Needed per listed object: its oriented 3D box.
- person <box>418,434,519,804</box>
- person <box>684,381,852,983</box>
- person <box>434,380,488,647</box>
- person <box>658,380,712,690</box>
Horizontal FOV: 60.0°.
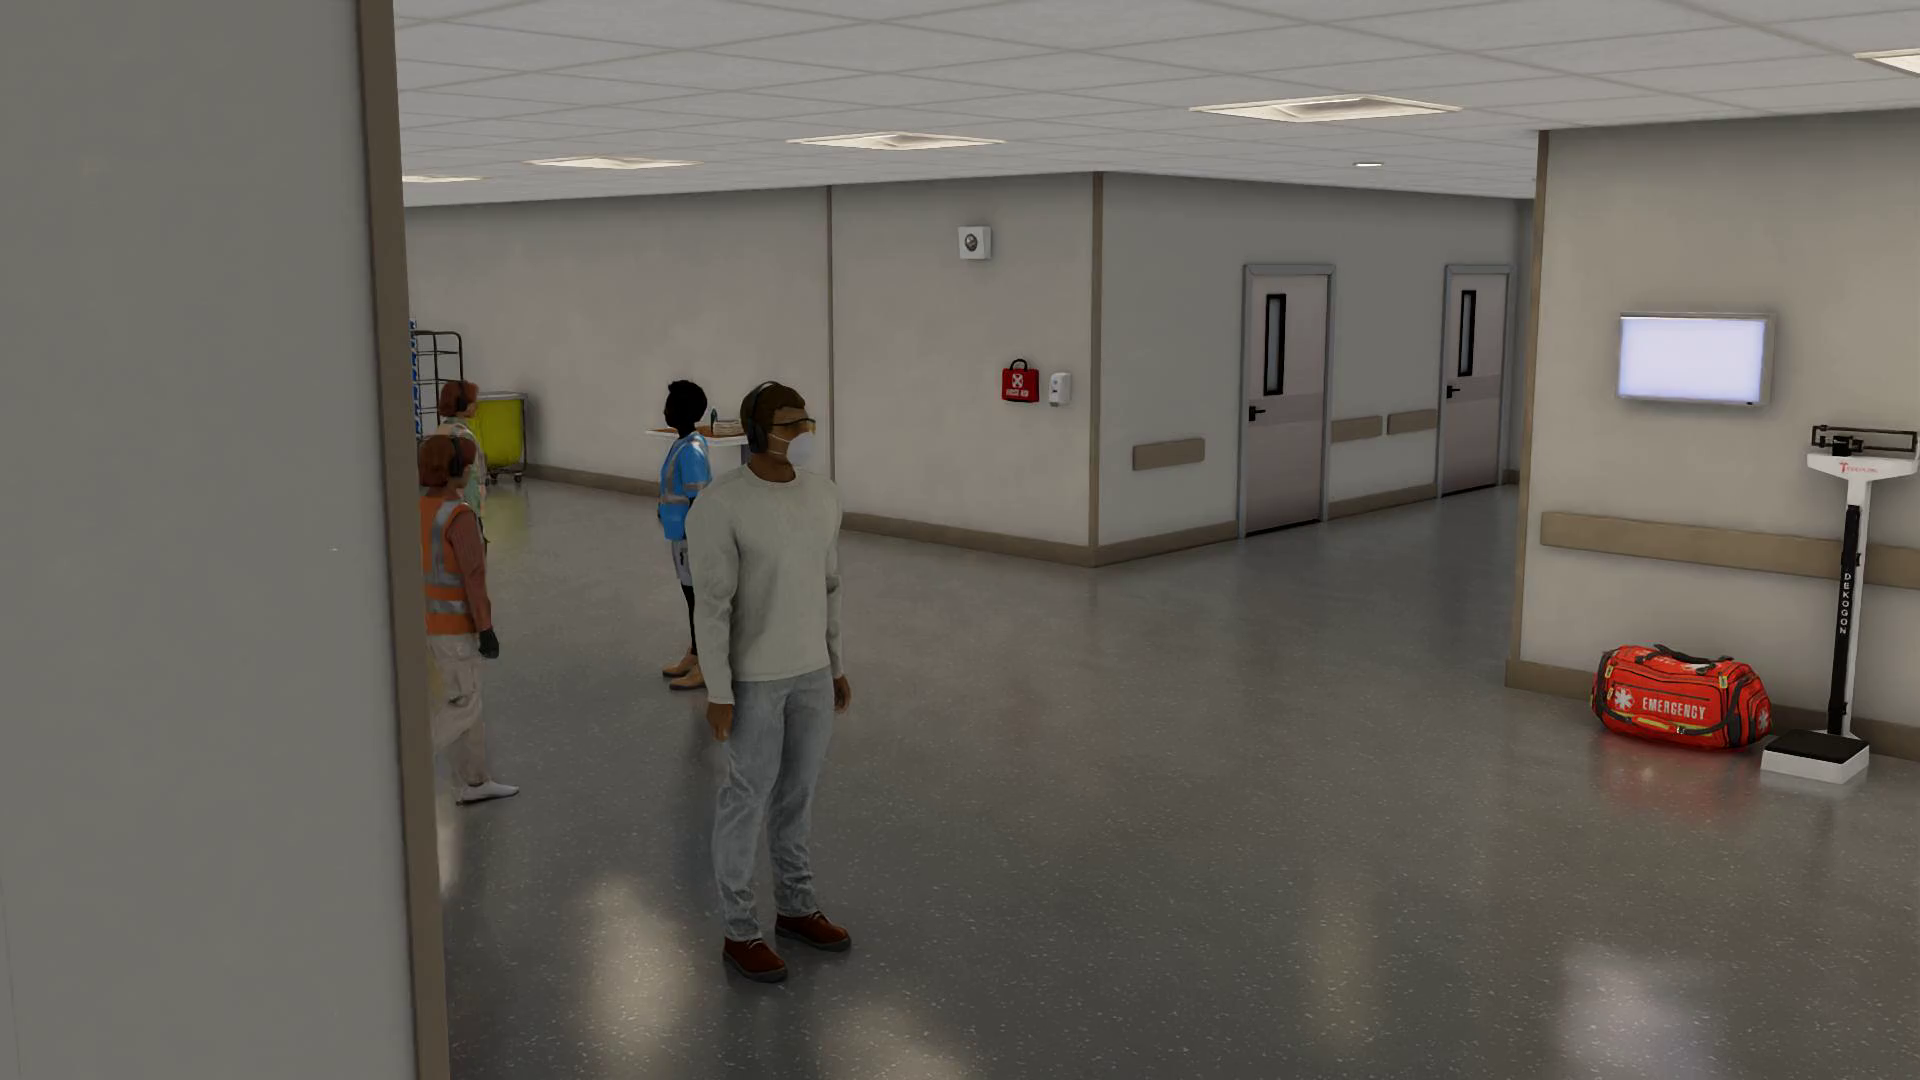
[{"bbox_3d":[-2.192,0.367,6.942,0.629,1.616,0.527,-7,12,-37],"label":"person"},{"bbox_3d":[-0.602,0.449,5.468,0.370,1.940,0.631,7,12,39],"label":"person"},{"bbox_3d":[-3.002,-0.143,10.026,0.305,1.636,0.522,-6,11,-33],"label":"person"},{"bbox_3d":[-1.494,-0.032,9.151,0.318,1.700,0.535,-2,10,-15],"label":"person"}]
